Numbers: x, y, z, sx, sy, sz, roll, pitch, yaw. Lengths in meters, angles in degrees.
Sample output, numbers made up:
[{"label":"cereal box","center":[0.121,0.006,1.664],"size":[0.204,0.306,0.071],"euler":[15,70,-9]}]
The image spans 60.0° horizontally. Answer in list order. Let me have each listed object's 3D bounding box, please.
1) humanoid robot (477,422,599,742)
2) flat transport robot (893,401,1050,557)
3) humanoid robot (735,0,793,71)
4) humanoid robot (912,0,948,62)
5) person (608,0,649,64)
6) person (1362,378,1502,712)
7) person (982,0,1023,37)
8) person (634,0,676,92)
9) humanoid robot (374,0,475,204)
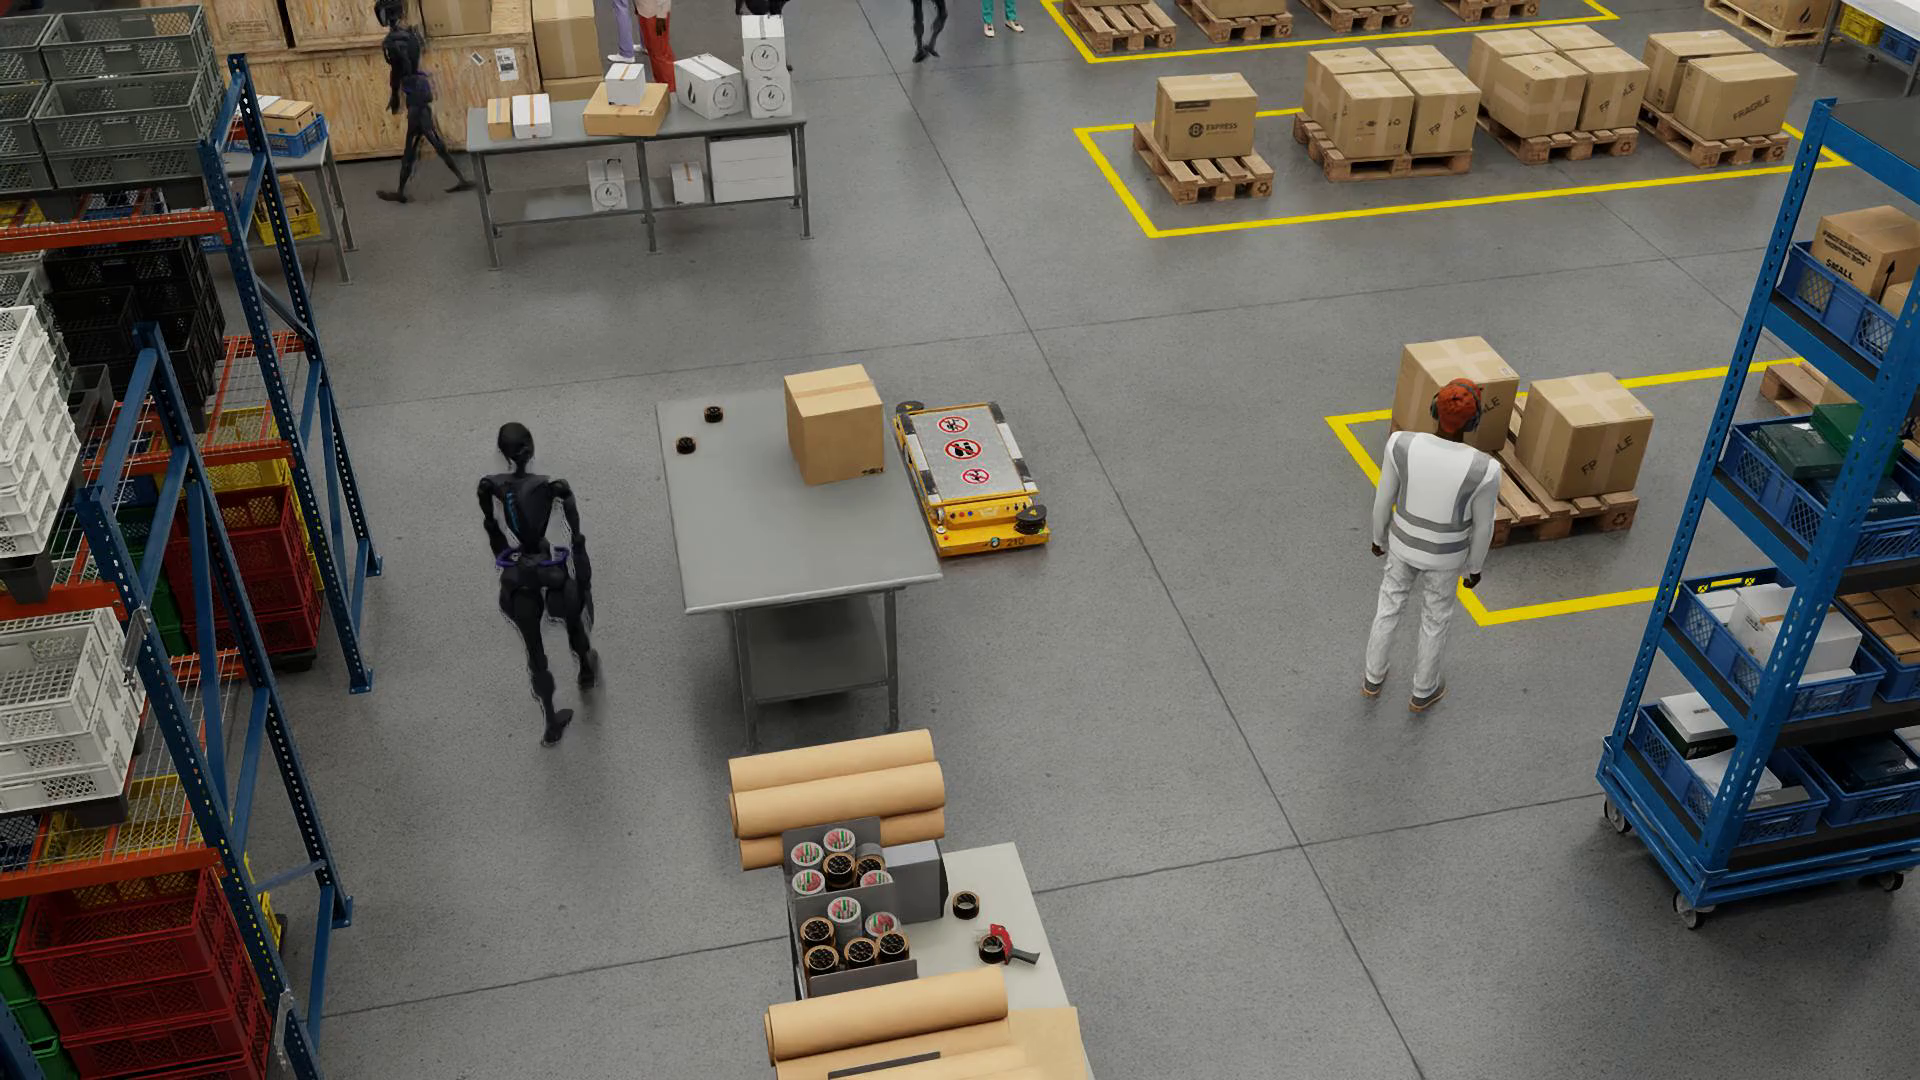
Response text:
[{"label":"humanoid robot","center":[-2.055,0.188,8.156],"size":[0.547,1.609,0.718],"euler":[1,37,2]},{"label":"flat transport robot","center":[0.046,-0.430,10.108],"size":[0.652,0.197,1.431],"euler":[-8,37,-10]},{"label":"humanoid robot","center":[-1.777,-5.024,15.135],"size":[0.632,1.635,0.340],"euler":[-28,45,-32]},{"label":"humanoid robot","center":[-0.316,-5.283,15.478],"size":[0.620,1.650,0.390],"euler":[12,38,15]},{"label":"person","center":[-3.171,-5.415,15.454],"size":[0.405,1.918,0.582],"euler":[23,43,28]},{"label":"person","center":[2.292,0.042,8.146],"size":[0.576,1.882,0.354],"euler":[19,41,24]},{"label":"person","center":[0.437,-5.770,16.059],"size":[0.523,1.760,0.324],"euler":[-15,39,-19]},{"label":"person","center":[-2.666,-4.576,14.260],"size":[0.394,1.991,0.621],"euler":[-17,40,-21]},{"label":"humanoid robot","center":[-4.301,-3.432,13.021],"size":[0.789,1.623,0.616],"euler":[-12,38,-15]}]
